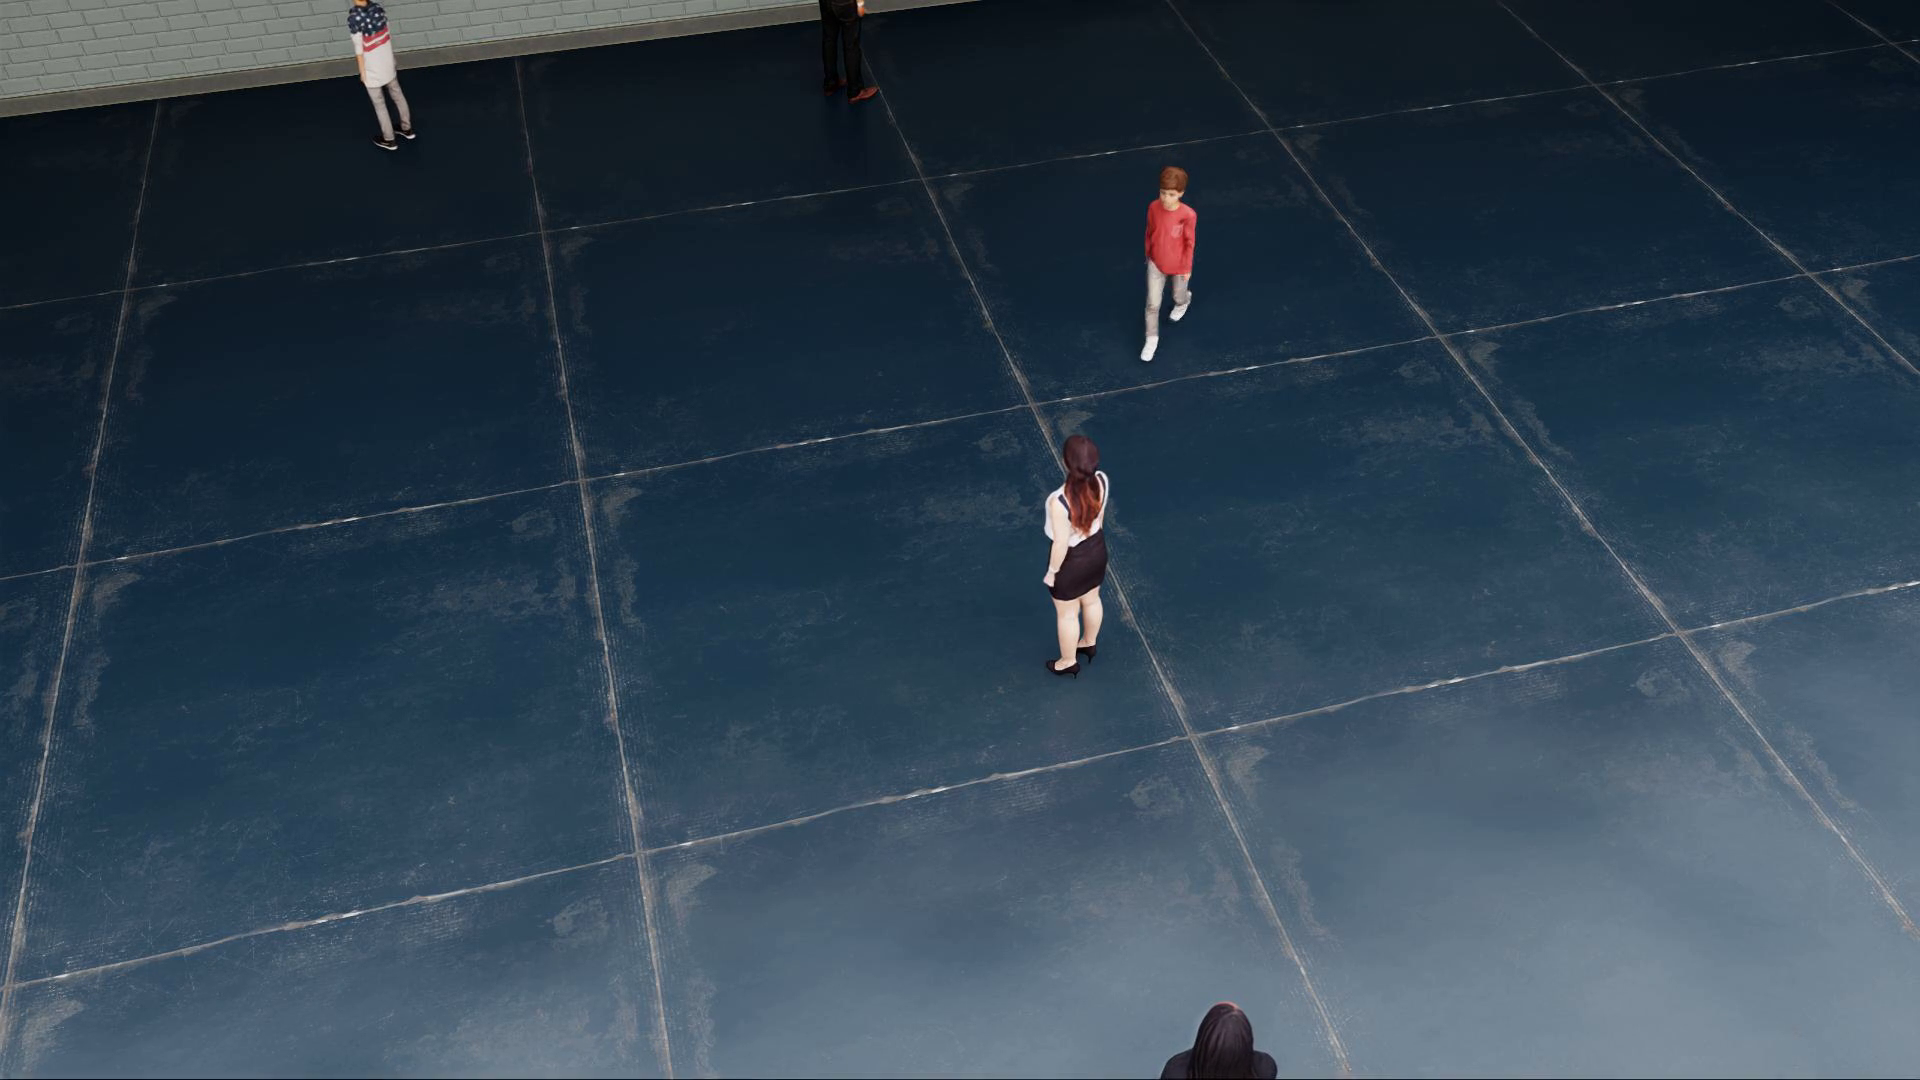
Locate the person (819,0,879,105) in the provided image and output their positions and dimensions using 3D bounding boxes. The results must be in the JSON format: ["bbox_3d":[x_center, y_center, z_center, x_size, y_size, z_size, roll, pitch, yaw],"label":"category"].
[{"bbox_3d":[-0.994,-4.469,13.687,0.739,1.754,0.818,27,49,26],"label":"person"}]

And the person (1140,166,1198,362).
[{"bbox_3d":[1.440,-1.923,11.229,0.856,1.388,0.965,16,45,17],"label":"person"}]

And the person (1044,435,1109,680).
[{"bbox_3d":[0.621,0.104,8.867,0.633,1.648,0.649,-33,52,-30],"label":"person"}]

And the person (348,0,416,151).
[{"bbox_3d":[-4.645,-3.823,13.226,0.629,1.440,0.568,21,47,21],"label":"person"}]

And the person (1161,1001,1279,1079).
[{"bbox_3d":[0.956,2.312,6.443,0.626,1.729,0.620,-6,43,-6],"label":"person"}]
